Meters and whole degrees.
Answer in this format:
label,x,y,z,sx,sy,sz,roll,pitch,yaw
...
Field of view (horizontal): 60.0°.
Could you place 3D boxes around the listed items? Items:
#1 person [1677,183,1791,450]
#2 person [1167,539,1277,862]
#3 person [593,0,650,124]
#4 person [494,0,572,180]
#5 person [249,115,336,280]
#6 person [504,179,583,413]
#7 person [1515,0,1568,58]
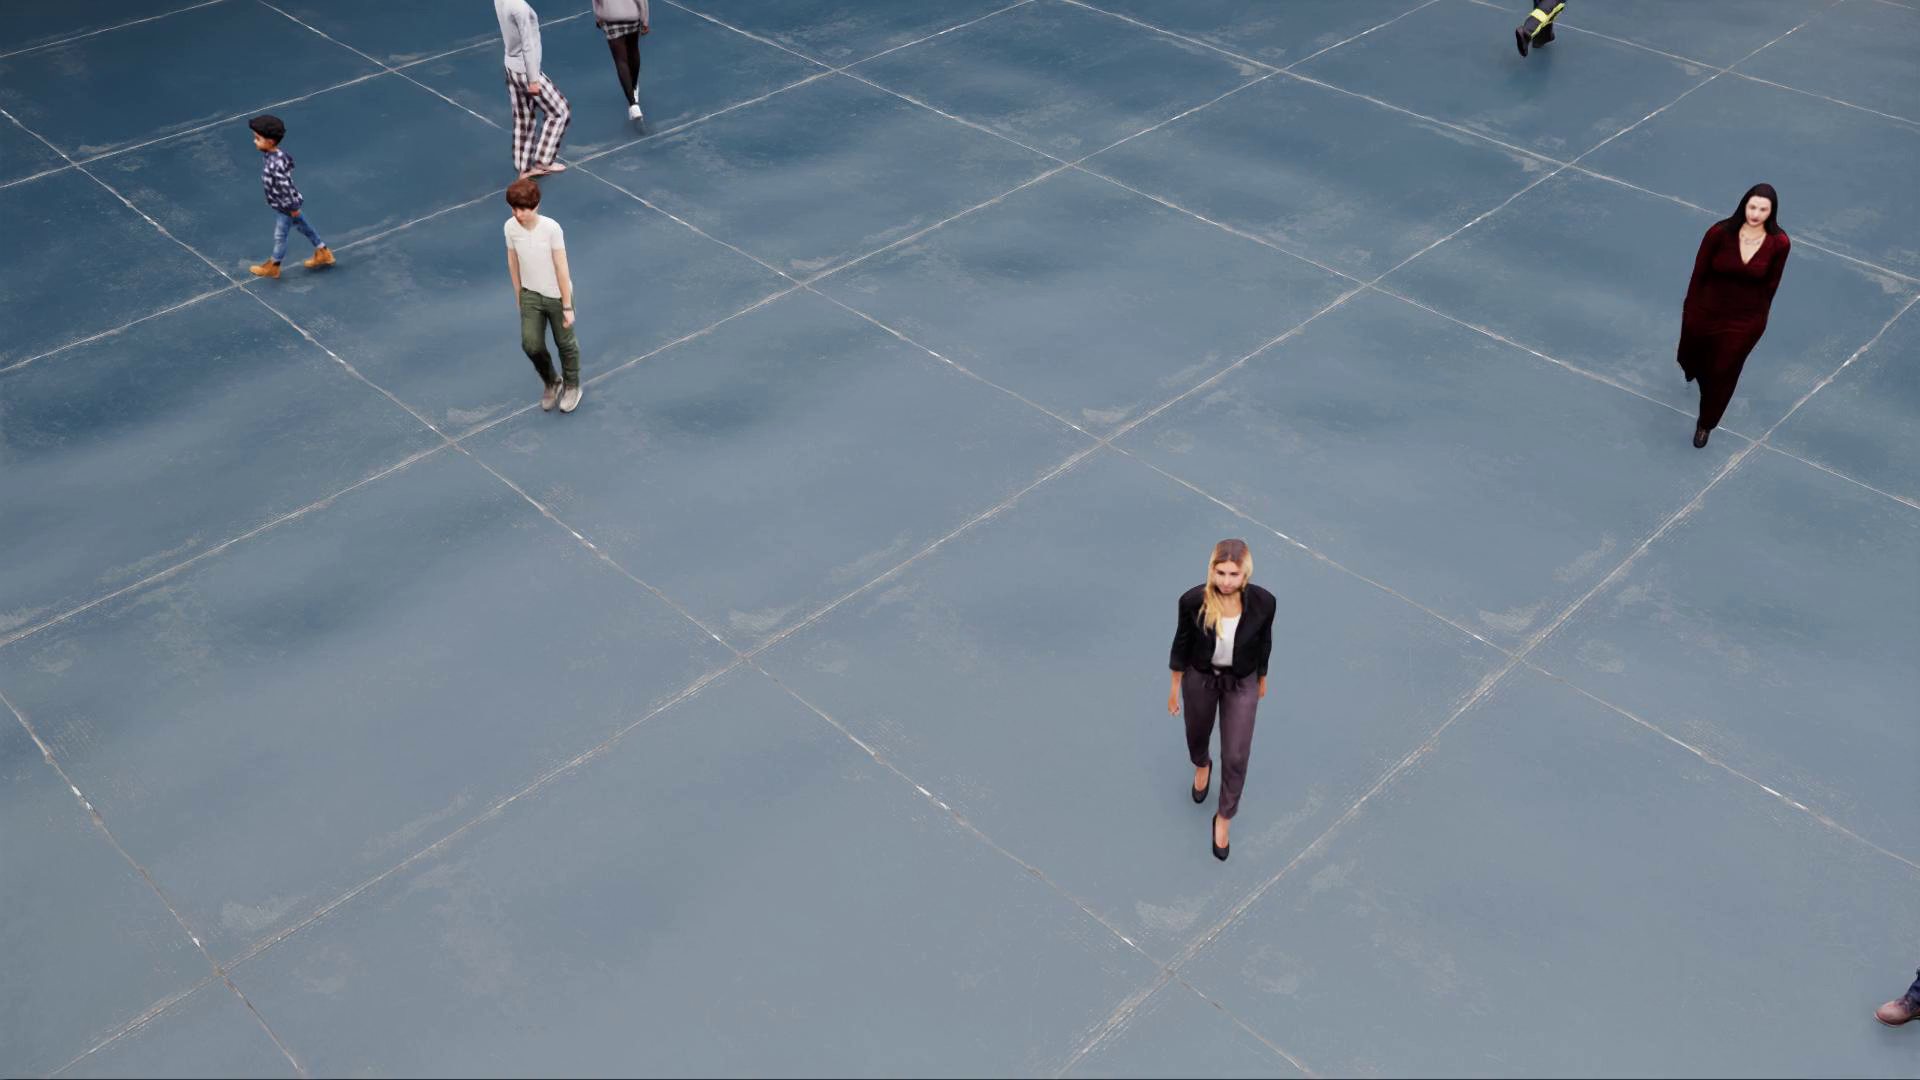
label,x,y,z,sx,sy,sz,roll,pitch,yaw
person,4.812,-1.467,10.468,0.900,1.728,1.118,15,40,18
person,1.208,0.631,7.774,0.873,1.648,0.967,5,37,6
person,-2.933,-4.494,14.433,1.166,1.747,1.001,-13,39,-17
person,-3.585,-3.767,13.405,0.768,1.834,0.703,-25,44,-29
person,-4.932,-2.535,12.292,0.891,1.219,0.657,-18,41,-22
person,-2.639,-1.605,10.721,0.729,1.640,0.786,1,37,2
person,5.553,-5.504,15.587,1.111,1.959,0.814,-29,46,-32
